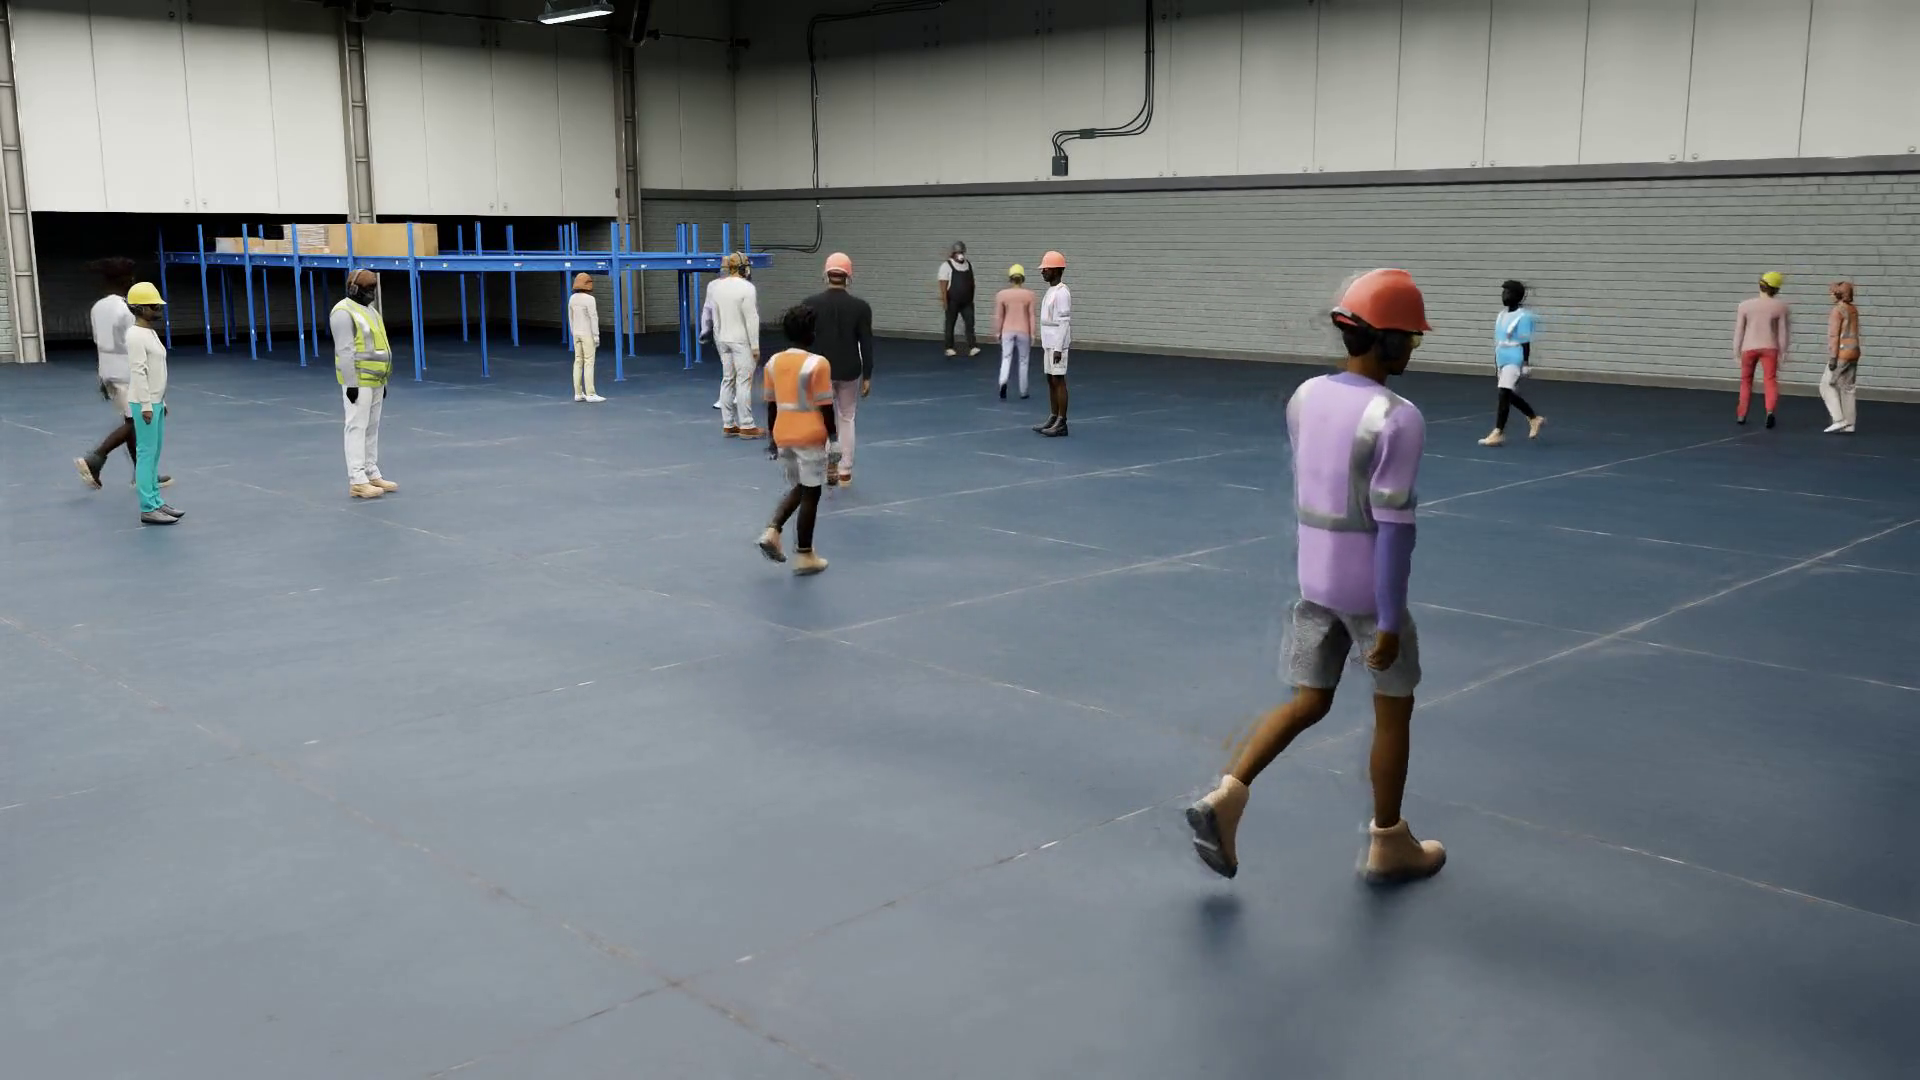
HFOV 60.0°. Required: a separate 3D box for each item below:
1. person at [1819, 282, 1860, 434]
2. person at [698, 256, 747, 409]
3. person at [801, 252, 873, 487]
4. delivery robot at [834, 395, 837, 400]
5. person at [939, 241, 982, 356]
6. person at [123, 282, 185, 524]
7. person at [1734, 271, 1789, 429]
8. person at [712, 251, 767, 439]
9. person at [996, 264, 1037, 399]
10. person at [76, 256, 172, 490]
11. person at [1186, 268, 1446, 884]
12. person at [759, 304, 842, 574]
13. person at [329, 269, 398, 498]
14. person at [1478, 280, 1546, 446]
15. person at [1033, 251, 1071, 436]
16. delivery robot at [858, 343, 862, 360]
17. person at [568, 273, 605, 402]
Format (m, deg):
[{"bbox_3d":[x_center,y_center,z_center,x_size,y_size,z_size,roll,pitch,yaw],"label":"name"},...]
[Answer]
[{"bbox_3d":[9.461,-1.948,17.815,0.518,1.611,0.402,-9,14,-41],"label":"person"},{"bbox_3d":[-2.839,-2.586,20.637,0.654,1.866,0.988,5,11,24],"label":"person"},{"bbox_3d":[-1.028,-1.400,13.854,0.625,1.971,0.748,-2,11,-9],"label":"person"},{"bbox_3d":[-1.562,-1.670,18.341,0.698,0.223,0.335,-2,11,-11],"label":"delivery robot"},{"bbox_3d":[0.013,-4.209,29.093,0.705,2.000,0.960,-5,11,-24],"label":"person"},{"bbox_3d":[-5.982,-1.016,12.316,0.315,1.768,0.526,-3,11,-15],"label":"person"},{"bbox_3d":[8.865,-2.113,18.440,0.549,1.726,0.775,6,12,28],"label":"person"},{"bbox_3d":[-2.324,-2.042,17.442,0.627,1.941,0.373,10,14,42],"label":"person"},{"bbox_3d":[0.727,-2.682,21.458,0.540,1.749,0.707,2,11,12],"label":"person"},{"bbox_3d":[-6.967,-1.360,13.711,0.610,1.948,0.780,7,12,33],"label":"person"},{"bbox_3d":[1.191,0.145,5.326,0.869,2.017,0.618,-6,12,-28],"label":"person"},{"bbox_3d":[-0.985,-0.624,10.407,0.389,1.684,0.538,-10,14,-43],"label":"person"},{"bbox_3d":[-4.866,-1.288,13.614,0.429,1.837,0.620,1,10,3],"label":"person"},{"bbox_3d":[5.647,-1.799,16.854,0.756,1.675,0.537,-2,11,-13],"label":"person"},{"bbox_3d":[0.989,-2.086,17.682,0.355,1.938,0.545,-3,11,-14],"label":"person"},{"bbox_3d":[-1.659,-2.914,25.833,0.477,0.478,0.707,-1,11,-7],"label":"delivery robot"},{"bbox_3d":[-4.790,-2.593,21.270,0.507,1.636,0.274,8,13,38],"label":"person"}]
